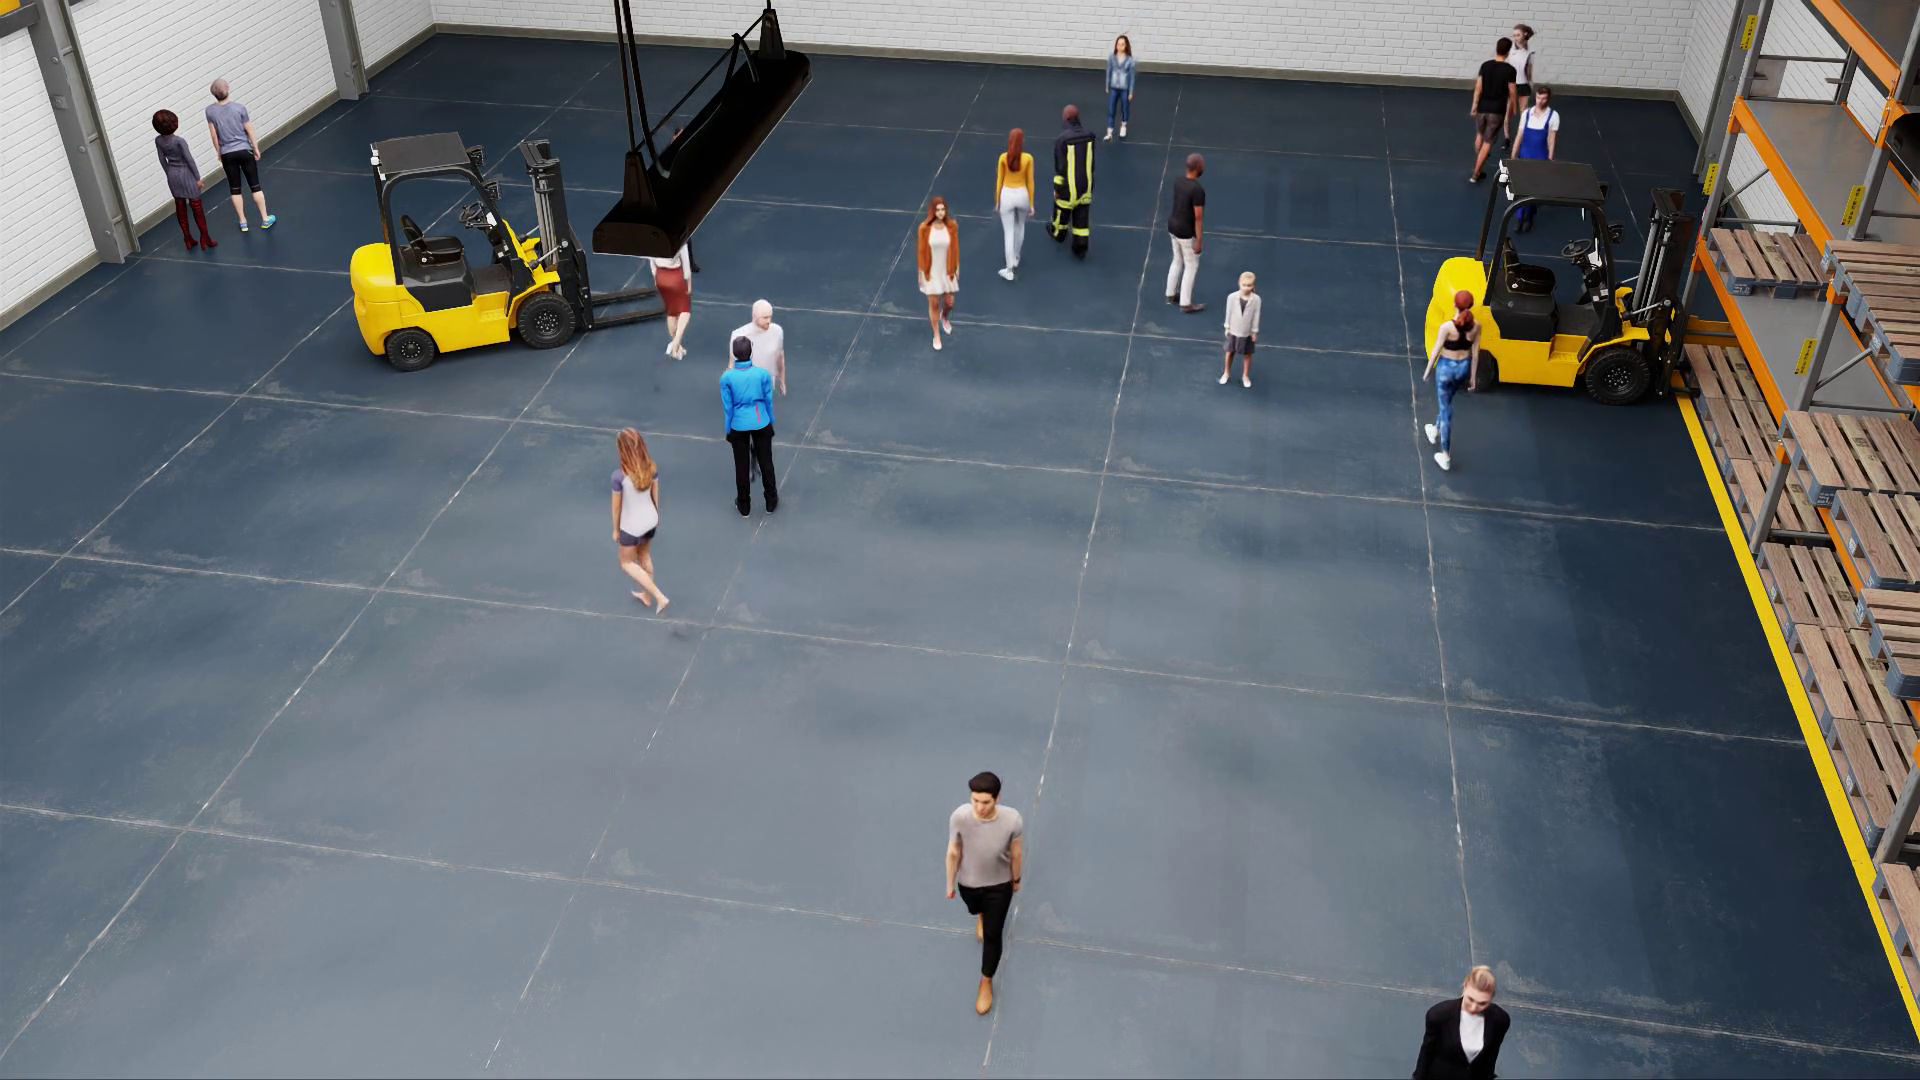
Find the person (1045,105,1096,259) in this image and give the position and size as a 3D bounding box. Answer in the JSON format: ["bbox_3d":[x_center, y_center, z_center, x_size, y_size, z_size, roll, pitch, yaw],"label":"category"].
[{"bbox_3d":[1.394,-4.220,19.721,1.145,1.779,1.257,-15,37,-22],"label":"person"}]

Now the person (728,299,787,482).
[{"bbox_3d":[-1.933,-1.457,15.539,0.857,1.807,0.897,-14,36,-21],"label":"person"}]

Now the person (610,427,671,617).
[{"bbox_3d":[-2.591,-0.098,13.580,0.905,1.712,0.887,27,42,34],"label":"person"}]

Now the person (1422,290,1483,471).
[{"bbox_3d":[4.639,-1.465,15.590,0.787,1.762,1.037,-4,34,-7],"label":"person"}]

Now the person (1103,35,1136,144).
[{"bbox_3d":[2.256,-6.287,23.136,0.679,1.441,1.011,11,35,16],"label":"person"}]

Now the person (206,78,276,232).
[{"bbox_3d":[-8.854,-4.724,20.379,0.739,1.889,0.729,-8,34,-12],"label":"person"}]

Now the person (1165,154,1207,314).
[{"bbox_3d":[2.492,-3.416,18.492,0.866,1.799,0.785,-16,37,-23],"label":"person"}]

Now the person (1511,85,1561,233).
[{"bbox_3d":[7.050,-4.690,20.376,0.758,1.836,0.767,21,39,28],"label":"person"}]

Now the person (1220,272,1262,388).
[{"bbox_3d":[2.897,-2.177,17.106,0.527,1.270,0.538,9,35,14],"label":"person"}]

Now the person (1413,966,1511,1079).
[{"bbox_3d":[2.680,2.928,9.034,0.641,1.704,0.570,0,34,0],"label":"person"}]

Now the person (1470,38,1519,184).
[{"bbox_3d":[6.900,-5.574,21.718,1.023,1.823,1.163,27,42,34],"label":"person"}]

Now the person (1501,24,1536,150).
[{"bbox_3d":[7.623,-6.180,22.719,0.729,1.723,0.627,2,34,3],"label":"person"}]

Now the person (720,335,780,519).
[{"bbox_3d":[-1.881,-1.016,14.880,0.685,1.801,0.677,-7,34,-11],"label":"person"}]

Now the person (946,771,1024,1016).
[{"bbox_3d":[0.177,2.045,10.376,0.616,1.690,1.087,7,34,11],"label":"person"}]

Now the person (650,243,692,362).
[{"bbox_3d":[-3.036,-2.617,17.344,0.617,1.740,0.743,8,34,12],"label":"person"}]

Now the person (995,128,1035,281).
[{"bbox_3d":[0.627,-3.864,19.237,0.719,1.722,1.001,-3,34,-4],"label":"person"}]

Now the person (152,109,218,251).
[{"bbox_3d":[-9.318,-4.310,19.918,0.567,1.710,0.498,6,34,9],"label":"person"}]

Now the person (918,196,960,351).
[{"bbox_3d":[-0.251,-2.907,17.809,0.729,1.708,0.805,-5,34,-8],"label":"person"}]
